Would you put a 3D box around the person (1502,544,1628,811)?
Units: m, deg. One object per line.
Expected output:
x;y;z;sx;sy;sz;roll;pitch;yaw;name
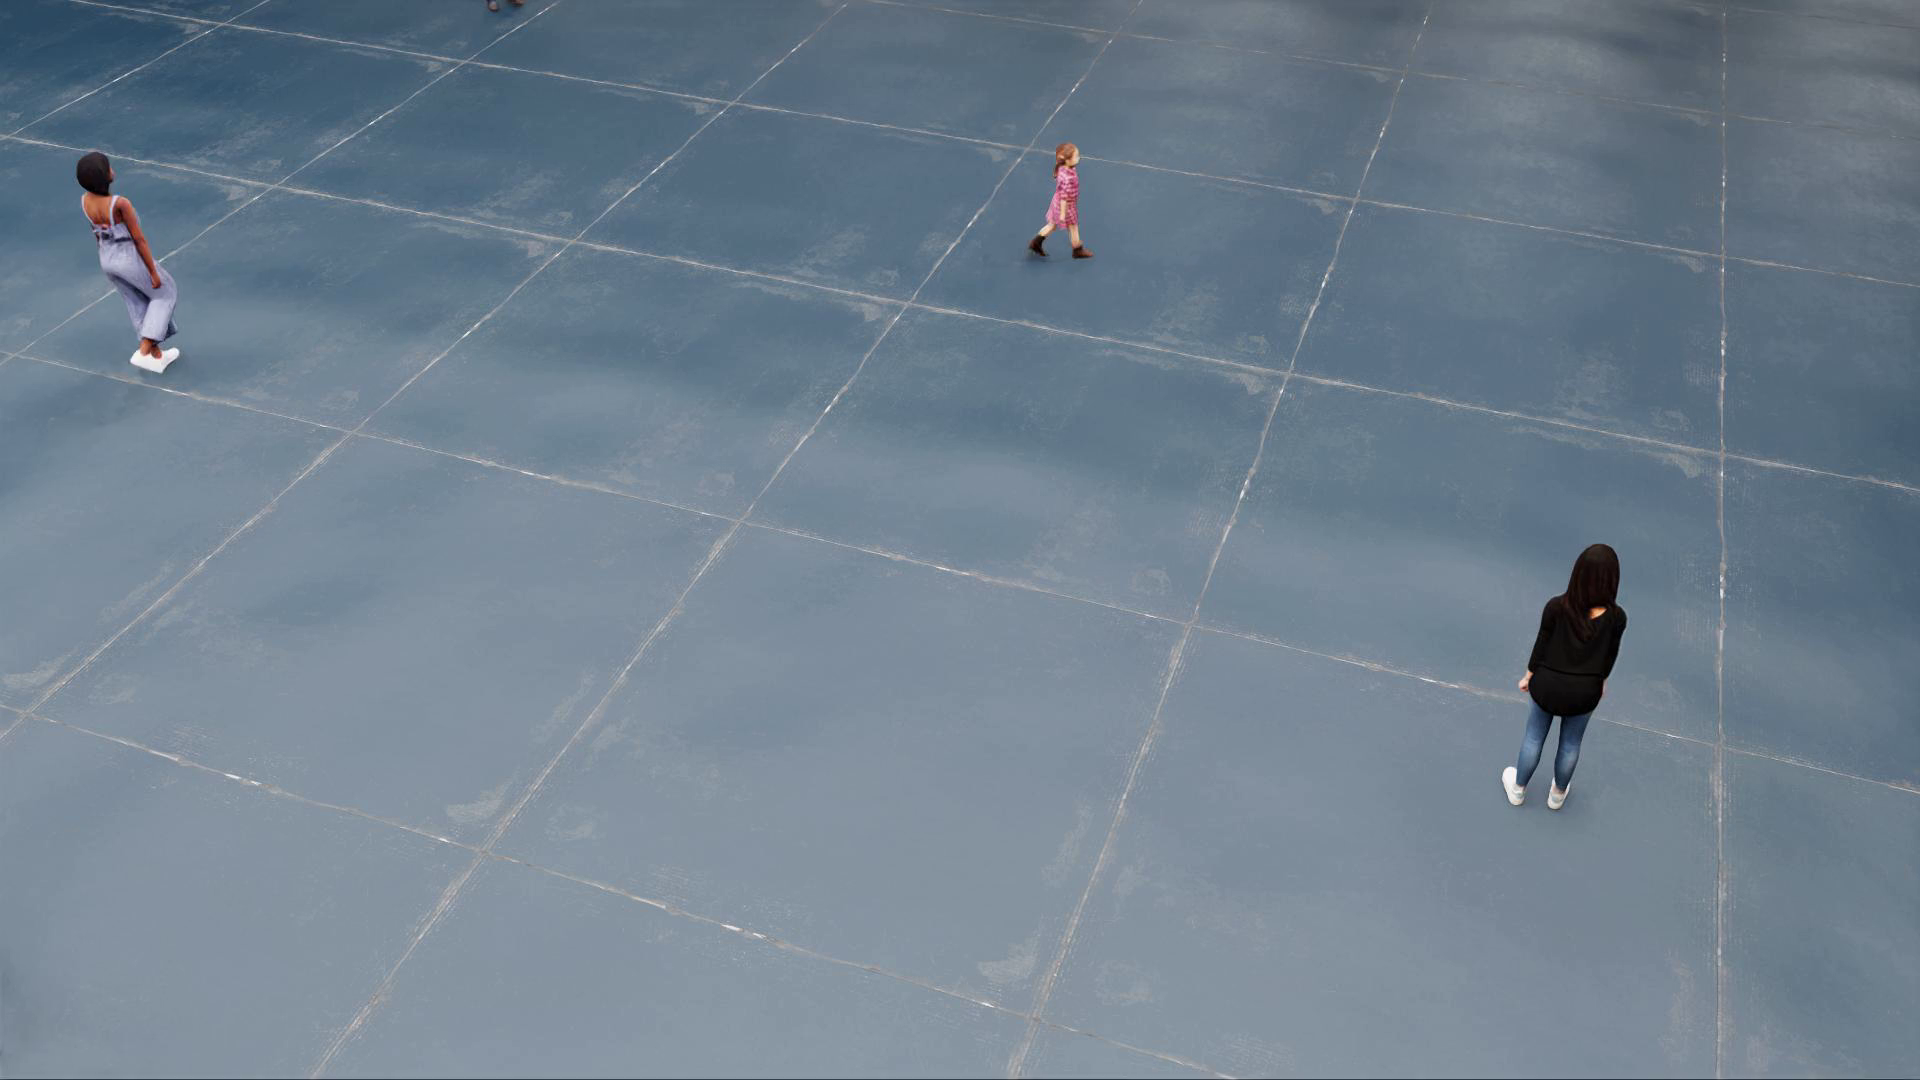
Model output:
3.068;0.717;8.409;0.583;1.643;0.538;10;39;12;person

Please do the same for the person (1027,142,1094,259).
0.783;-2.697;13.286;0.676;1.011;0.749;-3;38;-4;person

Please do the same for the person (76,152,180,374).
-5.890;-1.873;11.688;0.614;1.682;0.785;11;39;14;person

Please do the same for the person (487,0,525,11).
-4.956;-6.576;17.592;0.744;1.814;0.846;-23;43;-26;person
